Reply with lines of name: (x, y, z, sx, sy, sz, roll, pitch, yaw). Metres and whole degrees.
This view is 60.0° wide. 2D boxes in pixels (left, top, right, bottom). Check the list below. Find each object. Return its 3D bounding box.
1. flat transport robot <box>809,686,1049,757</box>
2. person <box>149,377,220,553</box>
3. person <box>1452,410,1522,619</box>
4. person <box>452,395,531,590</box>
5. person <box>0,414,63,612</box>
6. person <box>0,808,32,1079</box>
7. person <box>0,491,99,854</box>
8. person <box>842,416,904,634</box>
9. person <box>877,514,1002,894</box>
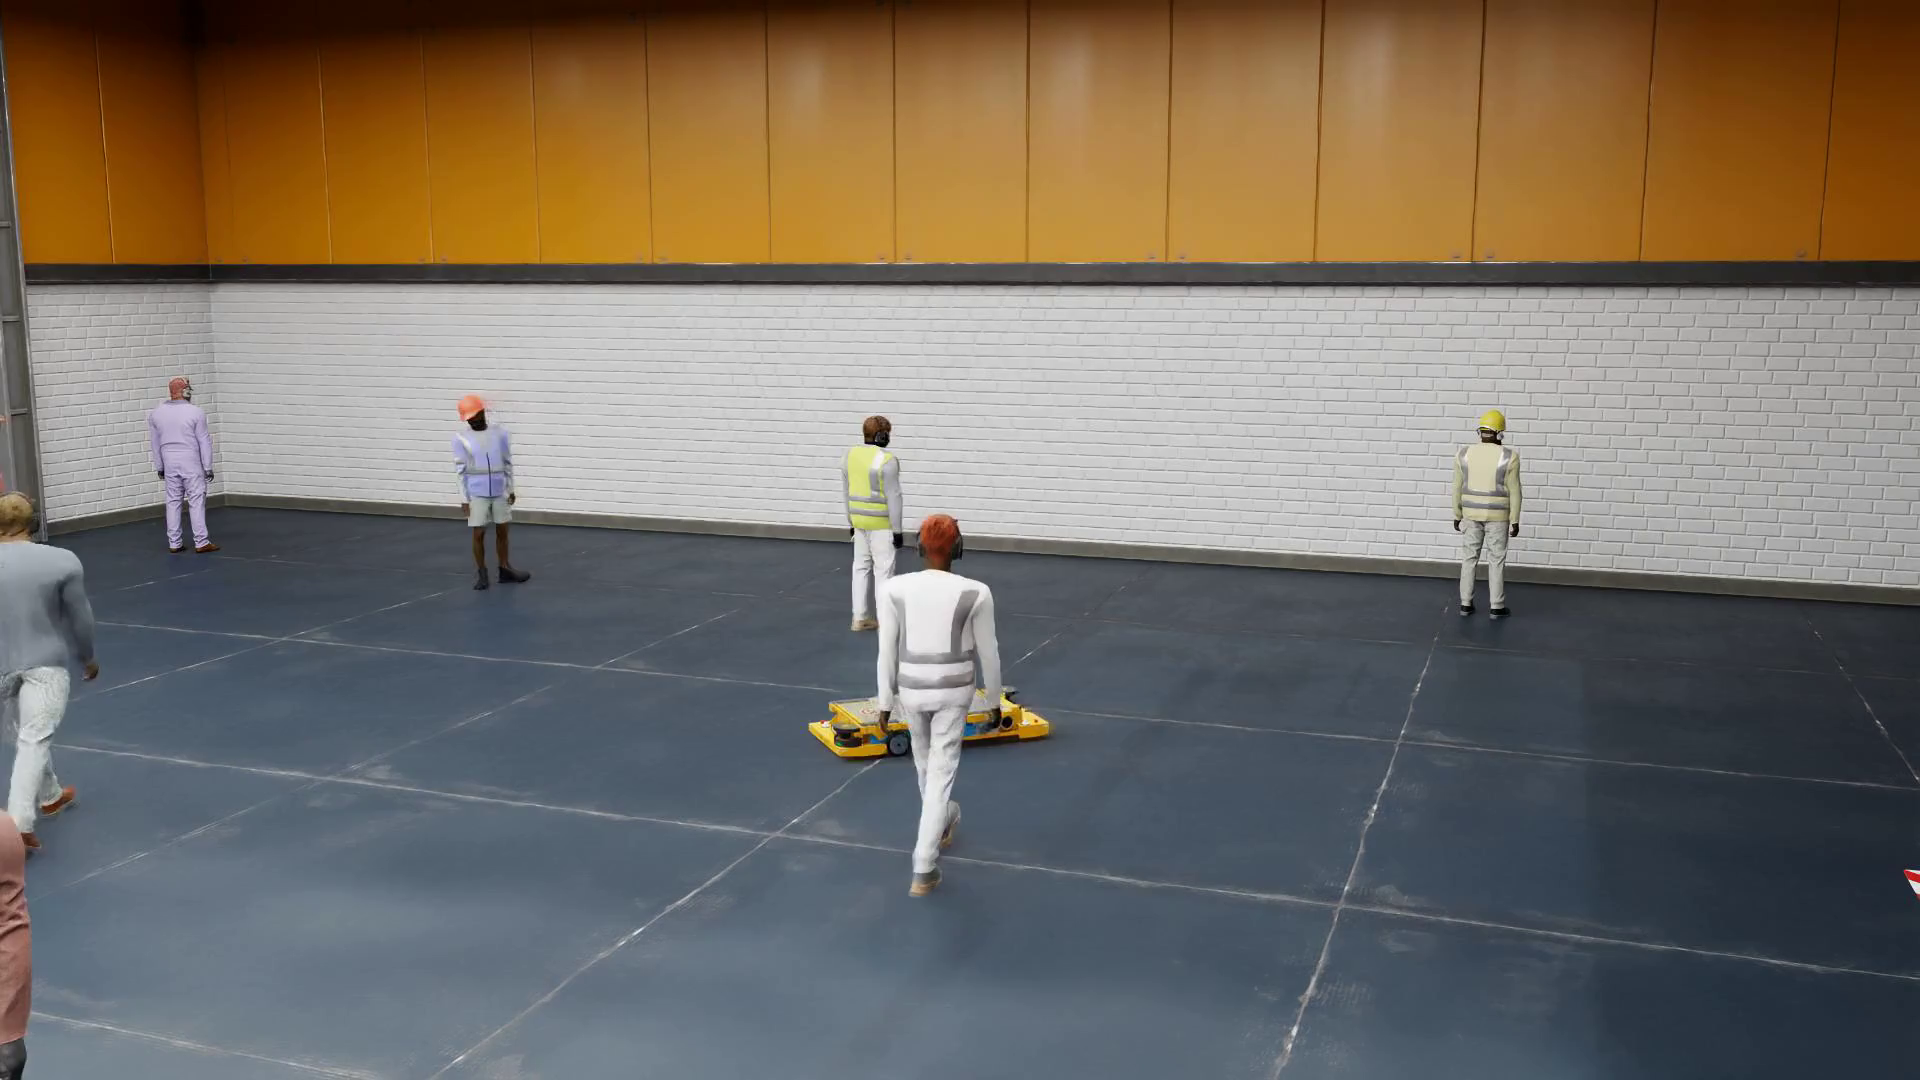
flat transport robot: (-0.205, 1.166, 10.808, 1.431, 0.197, 0.652, -4, 10, -22)
person: (-8.369, -0.804, 17.979, 0.651, 1.904, 0.403, 1, 9, 6)
person: (4.635, -0.227, 14.619, 0.602, 1.830, 0.404, 6, 11, 35)
person: (-4.485, -0.462, 15.924, 0.723, 1.884, 0.468, -7, 12, -37)
person: (-8.309, -0.223, 14.266, 0.625, 1.942, 1.012, 8, 12, 39)
person: (-2.914, 1.354, 4.591, 0.652, 1.904, 0.402, 0, 9, 0)
person: (-4.974, 0.685, 8.845, 0.625, 1.890, 1.067, -1, 9, -6)
person: (-0.699, -0.120, 13.973, 0.639, 1.845, 0.429, 9, 13, 43)
person: (-0.080, 0.777, 8.396, 0.596, 1.827, 0.985, 2, 9, 14)
